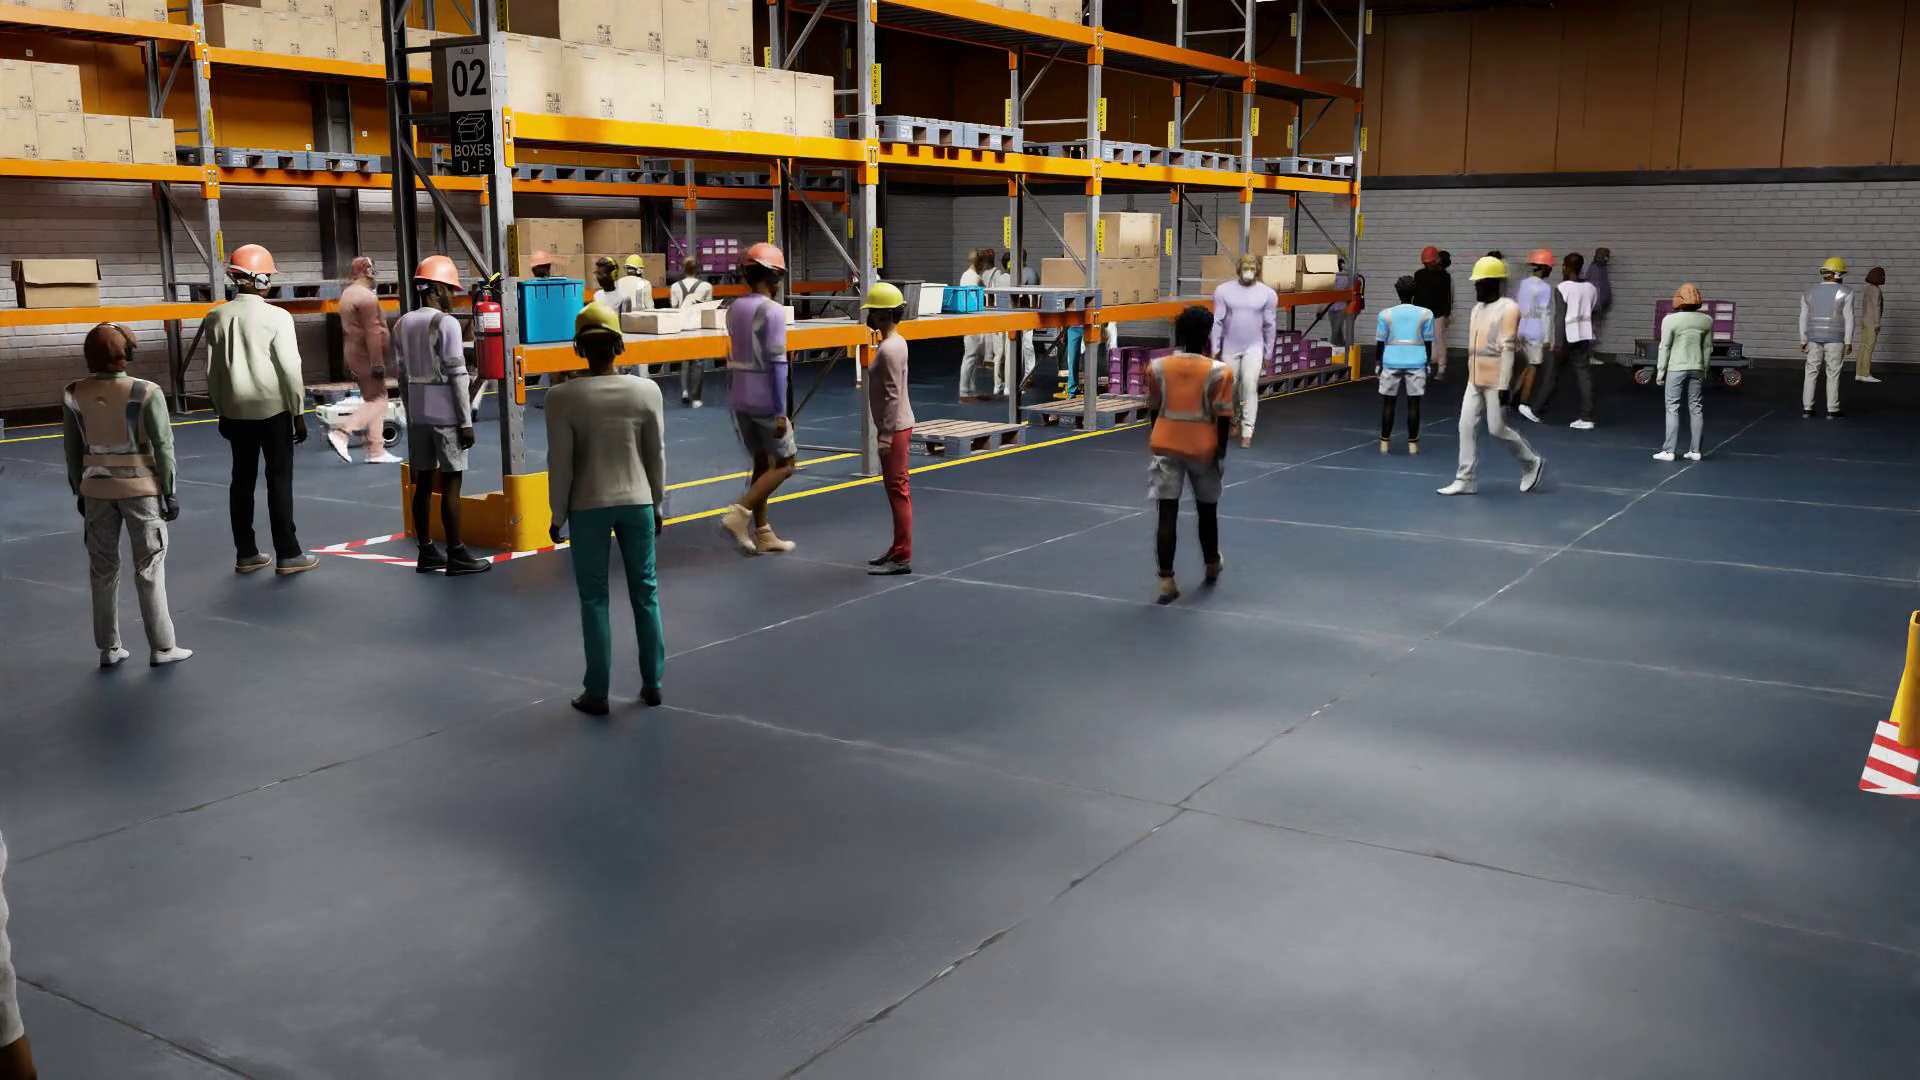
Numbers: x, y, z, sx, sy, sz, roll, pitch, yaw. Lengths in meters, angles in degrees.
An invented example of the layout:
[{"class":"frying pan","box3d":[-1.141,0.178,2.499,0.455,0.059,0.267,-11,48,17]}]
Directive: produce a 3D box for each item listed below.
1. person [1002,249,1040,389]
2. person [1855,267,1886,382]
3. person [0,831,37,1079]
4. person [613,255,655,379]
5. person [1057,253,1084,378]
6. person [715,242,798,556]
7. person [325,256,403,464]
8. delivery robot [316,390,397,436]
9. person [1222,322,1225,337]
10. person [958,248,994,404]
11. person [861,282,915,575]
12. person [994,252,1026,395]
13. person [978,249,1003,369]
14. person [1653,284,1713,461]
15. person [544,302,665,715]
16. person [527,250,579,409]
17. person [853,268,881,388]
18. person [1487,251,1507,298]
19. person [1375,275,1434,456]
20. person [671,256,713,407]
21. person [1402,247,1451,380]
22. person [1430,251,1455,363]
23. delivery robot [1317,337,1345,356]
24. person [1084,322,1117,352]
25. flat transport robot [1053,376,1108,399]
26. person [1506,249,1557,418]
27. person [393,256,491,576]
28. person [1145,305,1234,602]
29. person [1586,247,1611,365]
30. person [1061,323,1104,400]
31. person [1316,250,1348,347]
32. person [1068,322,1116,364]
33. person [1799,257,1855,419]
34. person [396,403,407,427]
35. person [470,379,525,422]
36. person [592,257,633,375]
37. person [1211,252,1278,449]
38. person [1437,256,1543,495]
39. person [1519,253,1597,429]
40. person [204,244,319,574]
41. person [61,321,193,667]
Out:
[{"class":"person","box3d":[0.825,-3.031,22.723,0.371,1.935,0.627,-7,13,-36]},{"class":"person","box3d":[13.084,-3.086,23.859,0.281,1.634,0.498,2,10,10]},{"class":"person","box3d":[-1.569,0.647,2.362,0.542,1.927,0.382,2,10,9]},{"class":"person","box3d":[-4.298,-2.858,22.052,0.599,1.827,0.404,4,11,19]},{"class":"person","box3d":[1.694,-3.415,24.555,0.536,2.000,0.676,-6,12,-28]},{"class":"person","box3d":[-1.285,-0.869,10.542,0.546,2.014,0.610,-8,13,-39]},{"class":"person","box3d":[-5.395,-1.597,14.936,0.592,1.880,0.677,-6,12,-32]},{"class":"delivery robot","box3d":[-5.900,-1.221,16.254,0.707,0.478,0.477,-7,12,-34]},{"class":"person","box3d":[4.029,-3.444,25.163,0.672,1.871,0.876,6,12,31]},{"class":"person","box3d":[0.181,-2.648,20.617,0.414,1.938,0.632,-2,10,-9]},{"class":"person","box3d":[-0.436,-0.669,10.096,0.320,1.769,0.523,0,10,1]},{"class":"person","box3d":[0.630,-2.832,21.812,0.323,1.865,0.518,-7,12,-32]},{"class":"person","box3d":[0.488,-3.639,26.225,0.358,1.886,0.574,-5,11,-26]},{"class":"person","box3d":[6.665,-1.539,15.322,0.497,1.626,0.288,-1,10,-7]},{"class":"person","box3d":[-1.518,-0.131,7.138,0.526,1.761,0.337,-6,12,-30]},{"class":"person","box3d":[-4.862,-2.547,20.116,0.683,1.906,0.583,-6,12,-32]},{"class":"person","box3d":[-1.240,-3.009,22.737,0.337,1.882,0.585,-8,13,-38]},{"class":"person","box3d":[9.033,-3.909,27.837,0.551,1.845,0.563,4,11,23]},{"class":"person","box3d":[4.177,-1.639,15.674,0.539,1.697,0.318,3,11,17]},{"class":"person","box3d":[-3.216,-2.526,20.209,0.521,1.830,0.412,1,10,8]},{"class":"person","box3d":[6.728,-3.240,23.909,0.667,1.914,1.024,9,14,42]},{"class":"person","box3d":[7.953,-3.848,27.499,0.429,1.846,0.630,3,11,14]},{"class":"delivery robot","box3d":[5.481,-2.812,25.072,0.707,0.478,0.477,-2,10,-9]},{"class":"person","box3d":[2.479,-4.151,28.999,0.713,1.888,0.968,-4,11,-20]},{"class":"flat transport robot","box3d":[1.815,-1.951,21.344,0.652,0.197,1.431,6,12,30]},{"class":"person","box3d":[6.547,-2.344,18.944,0.423,1.918,0.574,-3,11,-16]},{"class":"person","box3d":[-3.143,-0.745,10.076,0.542,1.927,0.374,6,12,31]},{"class":"person","box3d":[1.323,-0.511,9.526,0.537,1.645,0.881,4,11,20]},{"class":"person","box3d":[10.415,-3.821,27.201,0.400,1.900,0.643,4,11,19]},{"class":"person","box3d":[1.512,-2.594,20.577,0.561,1.836,0.379,3,11,15]},{"class":"person","box3d":[6.119,-3.784,27.079,0.604,1.868,1.008,9,14,41]},{"class":"person","box3d":[2.080,-3.454,25.465,0.903,1.804,0.669,-4,11,-20]},{"class":"person","box3d":[9.854,-2.286,18.896,0.404,1.826,0.587,-8,13,-39]},{"class":"person","box3d":[-5.744,-2.001,17.918,0.709,1.604,0.505,-3,11,-19]},{"class":"person","box3d":[-5.234,-2.138,18.689,0.557,1.596,0.828,3,11,15]},{"class":"person","box3d":[-3.297,-1.726,15.696,0.561,1.865,0.343,7,12,34]},{"class":"person","box3d":[2.809,-1.886,16.460,0.637,1.913,0.844,3,11,14]},{"class":"person","box3d":[4.246,-1.289,13.167,0.811,1.898,0.599,-3,11,-17]},{"class":"person","box3d":[6.592,-2.168,18.102,0.620,1.868,0.999,-5,11,-25]},{"class":"person","box3d":[-4.248,-0.785,10.104,0.622,1.993,0.384,2,11,13]},{"class":"person","box3d":[-3.957,-0.206,7.873,0.516,1.645,0.308,0,10,1]}]
